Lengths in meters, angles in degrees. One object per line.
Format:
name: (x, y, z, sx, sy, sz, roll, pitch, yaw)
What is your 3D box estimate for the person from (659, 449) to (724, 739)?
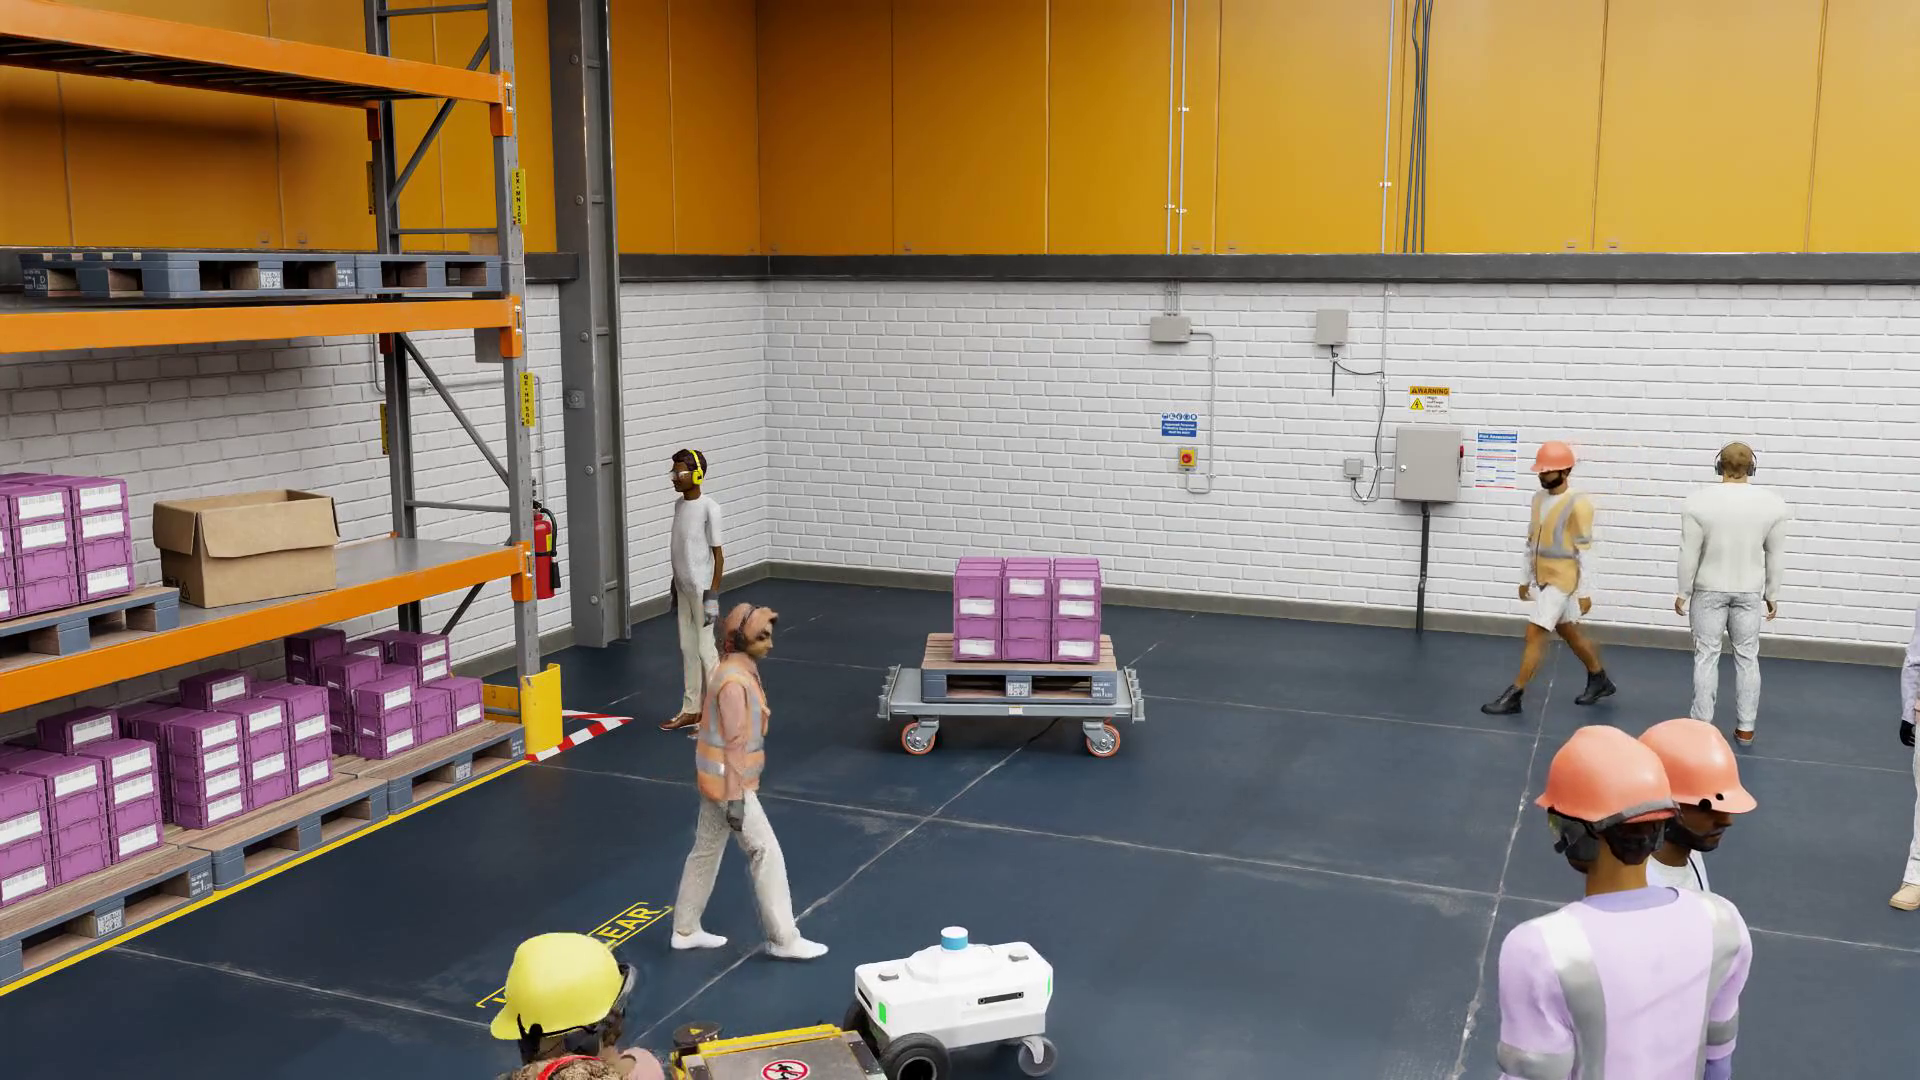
person: (-1.722, 0.342, 10.725, 0.329, 1.873, 0.515, -9, 13, -42)

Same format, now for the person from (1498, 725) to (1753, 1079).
person: (1.415, 1.414, 3.711, 0.605, 2.042, 0.391, -3, 10, -17)

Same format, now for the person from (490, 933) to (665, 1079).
person: (-0.744, 1.615, 3.363, 0.377, 1.748, 0.564, 2, 10, 10)

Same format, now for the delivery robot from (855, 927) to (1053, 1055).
delivery robot: (-0.019, 1.694, 6.228, 0.707, 0.478, 0.477, -3, 10, -20)

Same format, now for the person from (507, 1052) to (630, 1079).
person: (-0.512, 1.713, 2.608, 0.386, 1.818, 0.624, -1, 9, -8)

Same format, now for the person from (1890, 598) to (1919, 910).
person: (4.677, 0.857, 7.692, 0.429, 1.844, 0.627, -9, 13, -44)

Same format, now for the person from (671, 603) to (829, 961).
person: (-0.918, 1.056, 7.193, 0.763, 1.594, 0.577, -1, 9, -5)

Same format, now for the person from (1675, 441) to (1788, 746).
person: (4.866, 0.339, 10.540, 0.634, 1.936, 0.351, 2, 10, 12)

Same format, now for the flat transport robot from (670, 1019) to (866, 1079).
flat transport robot: (-0.539, 1.983, 5.619, 0.652, 0.197, 1.431, -3, 10, -19)

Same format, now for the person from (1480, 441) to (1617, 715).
person: (4.077, 0.249, 11.289, 1.032, 1.882, 0.566, -2, 10, -14)

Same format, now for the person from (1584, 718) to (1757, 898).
person: (1.752, 1.386, 4.197, 0.373, 1.934, 0.551, 7, 12, 38)
